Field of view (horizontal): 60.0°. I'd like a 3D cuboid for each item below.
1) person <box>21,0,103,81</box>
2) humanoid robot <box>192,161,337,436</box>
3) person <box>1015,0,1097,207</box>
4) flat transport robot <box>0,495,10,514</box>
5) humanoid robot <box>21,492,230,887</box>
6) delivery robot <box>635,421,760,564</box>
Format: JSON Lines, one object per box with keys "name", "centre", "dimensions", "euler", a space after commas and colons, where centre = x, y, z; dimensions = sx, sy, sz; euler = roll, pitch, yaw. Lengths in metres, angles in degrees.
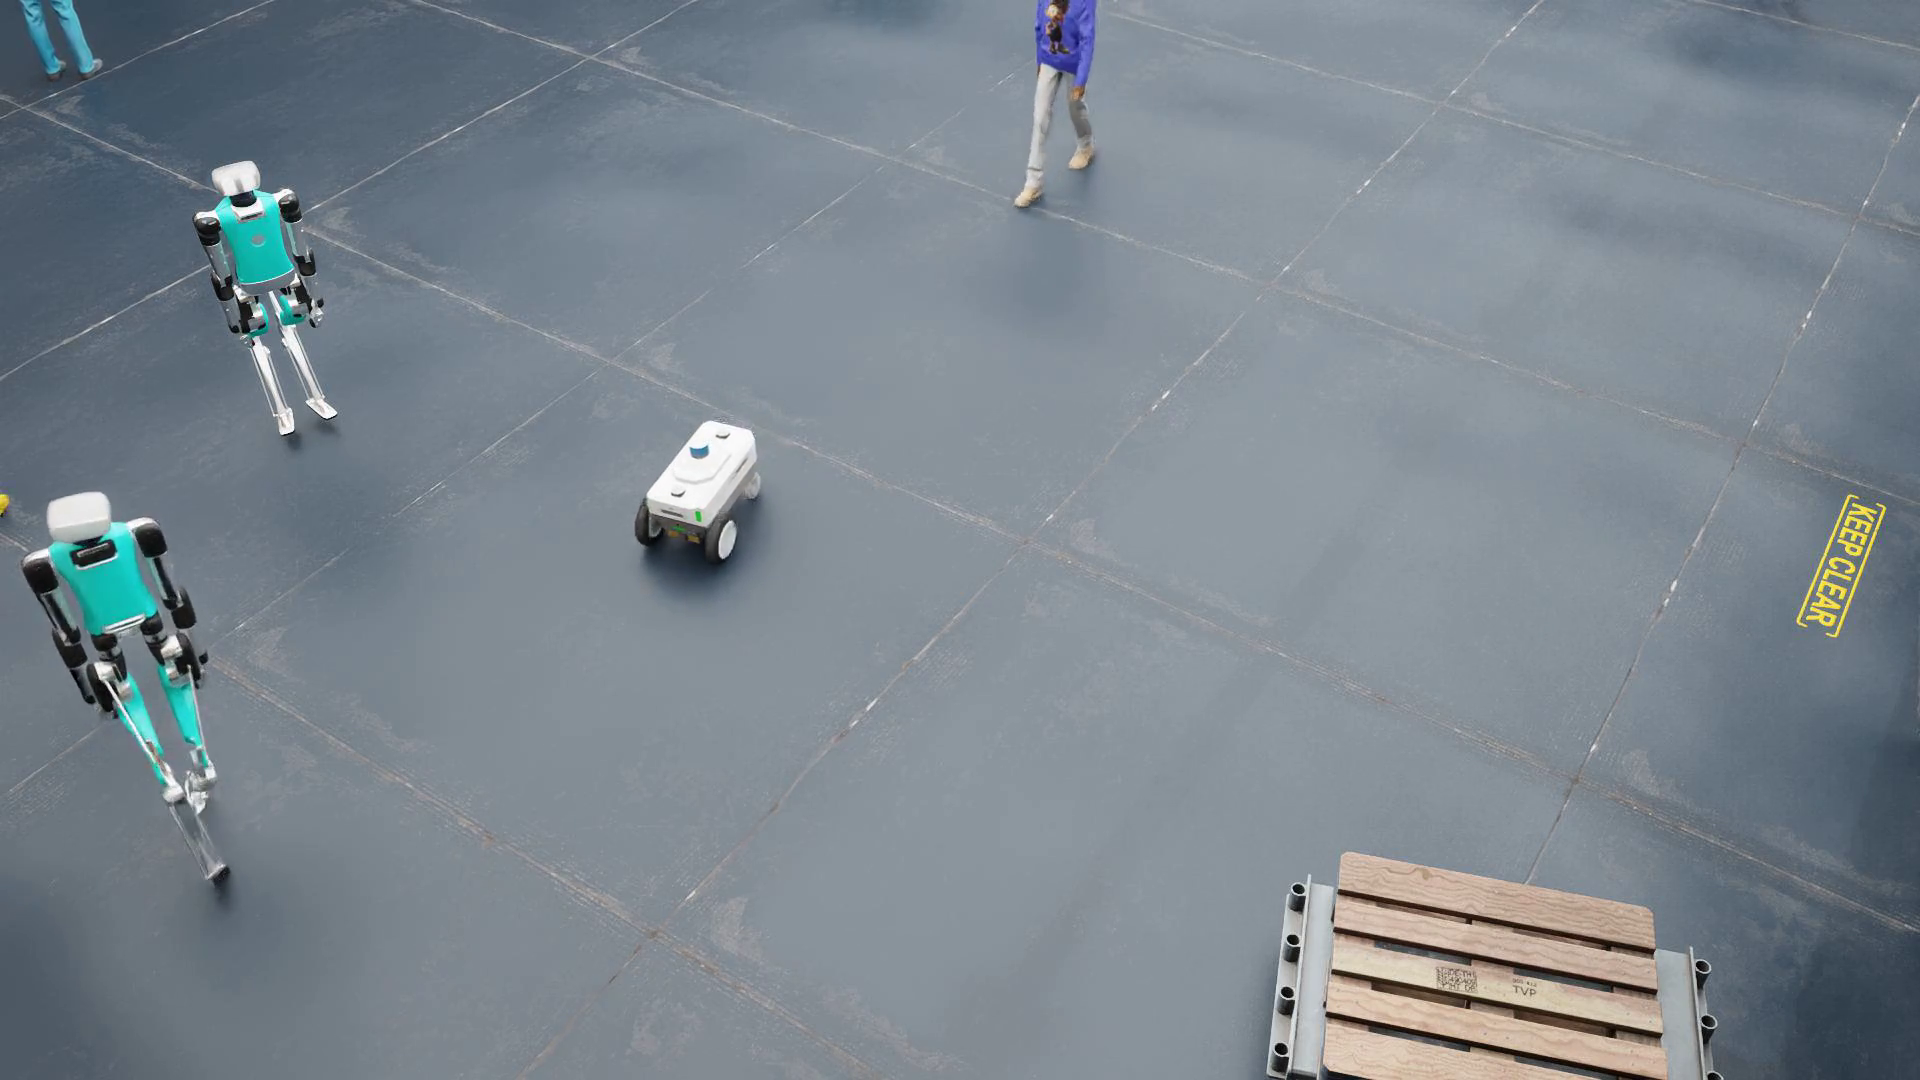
{"name": "person", "centre": [-6.941, -4.333, 12.458], "dimensions": [0.557, 1.835, 0.399], "euler": [-6, 42, -7]}
{"name": "humanoid robot", "centre": [-3.822, -1.384, 9.126], "dimensions": [0.533, 1.677, 0.735], "euler": [-24, 47, -25]}
{"name": "person", "centre": [0.702, -3.237, 11.239], "dimensions": [0.468, 1.826, 0.955], "euler": [18, 45, 20]}
{"name": "flat transport robot", "centre": [-5.945, -0.090, 8.881], "dimensions": [1.431, 0.231, 0.659], "euler": [4, 42, 4]}
{"name": "humanoid robot", "centre": [-3.333, 0.732, 6.870], "dimensions": [0.530, 1.760, 0.973], "euler": [-18, 45, -19]}
{"name": "delivery robot", "centre": [-1.368, -0.295, 8.888], "dimensions": [0.499, 0.586, 0.772], "euler": [14, 44, 15]}
